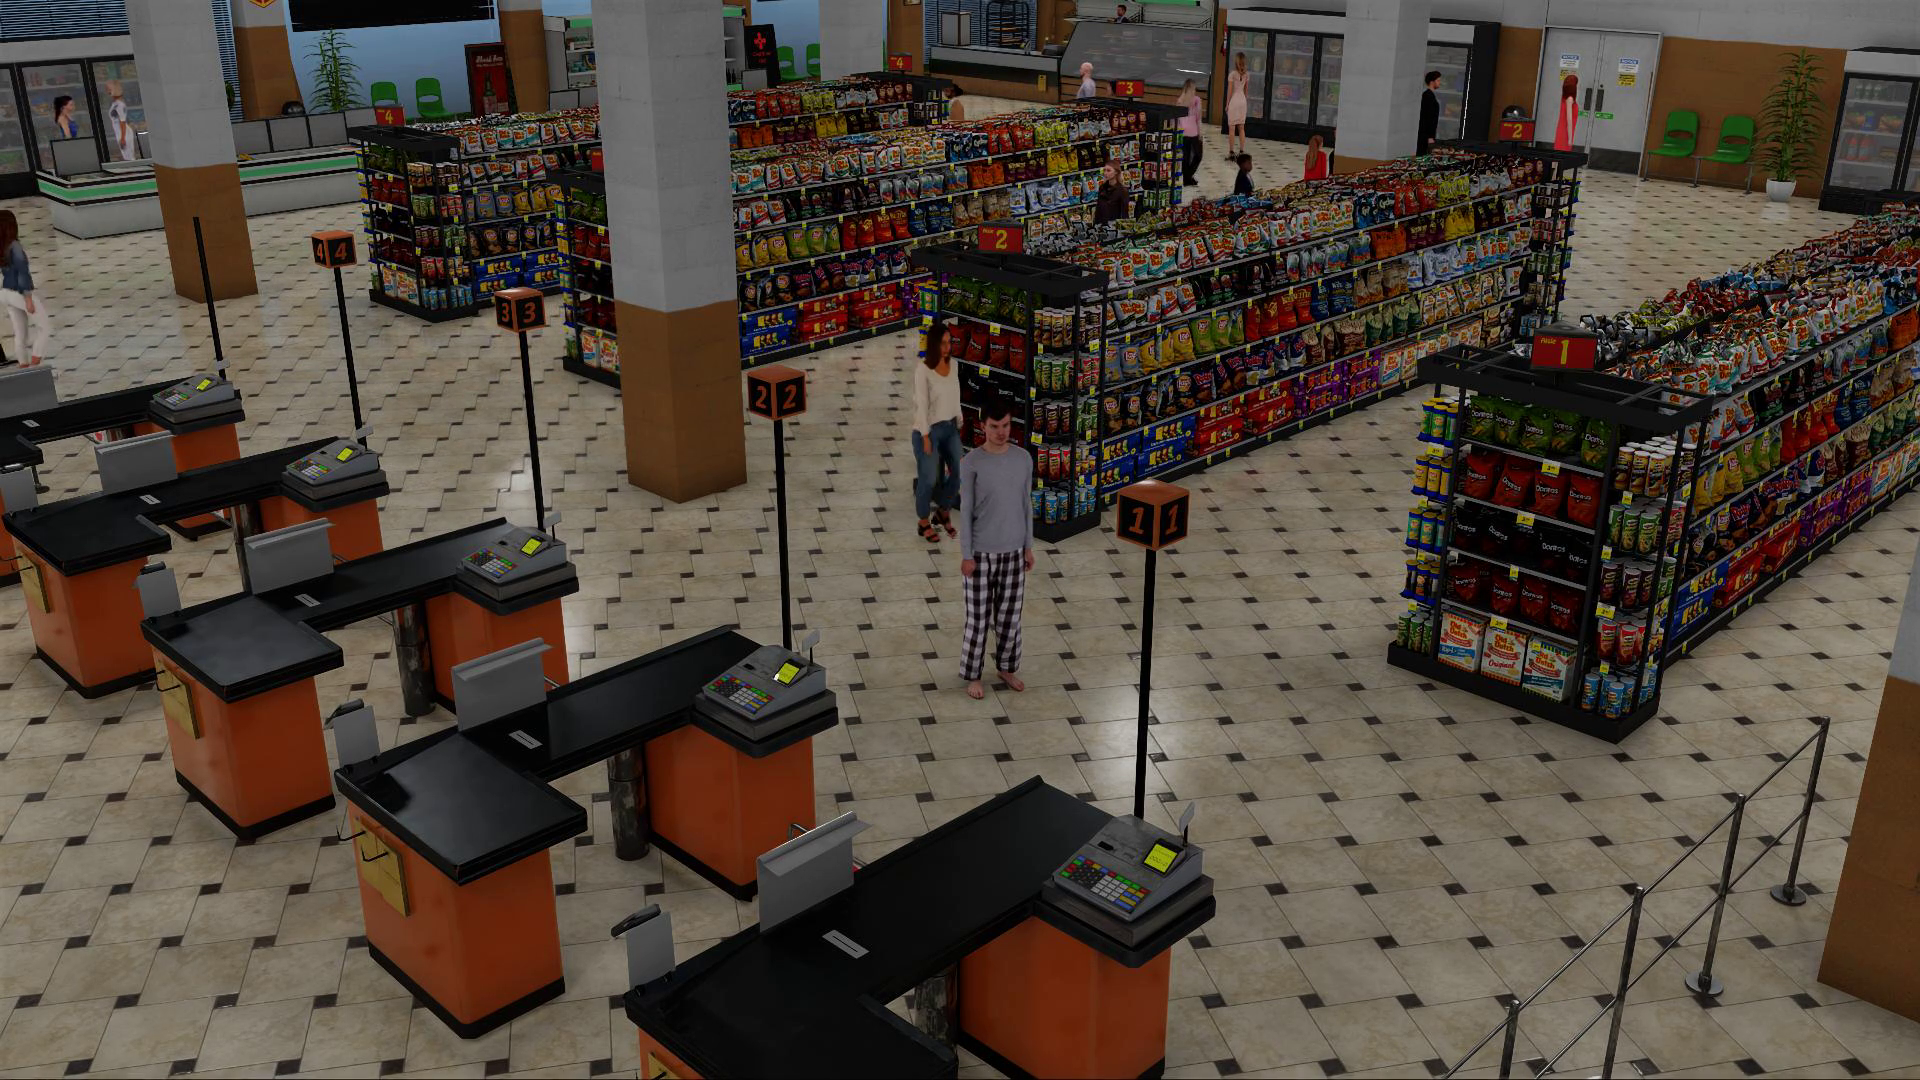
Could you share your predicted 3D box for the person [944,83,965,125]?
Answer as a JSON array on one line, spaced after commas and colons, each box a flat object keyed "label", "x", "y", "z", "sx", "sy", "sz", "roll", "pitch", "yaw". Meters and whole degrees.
[{"label": "person", "x": -0.013, "y": -6.034, "z": 25.269, "sx": 0.848, "sy": 1.741, "sz": 0.814, "roll": -5, "pitch": 22, "yaw": -12}]

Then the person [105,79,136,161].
[{"label": "person", "x": -12.995, "y": -6.275, "z": 25.858, "sx": 0.605, "sy": 1.750, "sz": 0.625, "roll": -11, "pitch": 24, "yaw": -25}]

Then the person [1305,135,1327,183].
[{"label": "person", "x": 4.995, "y": -5.065, "z": 23.476, "sx": 0.490, "sy": 1.280, "sz": 0.483, "roll": 19, "pitch": 28, "yaw": 38}]

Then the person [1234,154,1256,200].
[{"label": "person", "x": 3.669, "y": -4.474, "z": 22.025, "sx": 0.691, "sy": 1.264, "sz": 0.630, "roll": 6, "pitch": 23, "yaw": 15}]

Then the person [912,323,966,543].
[{"label": "person", "x": -0.235, "y": -0.804, "z": 12.349, "sx": 0.549, "sy": 1.669, "sz": 0.698, "roll": -17, "pitch": 27, "yaw": -36}]

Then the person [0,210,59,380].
[{"label": "person", "x": -9.201, "y": -2.320, "z": 16.106, "sx": 0.683, "sy": 1.681, "sz": 0.644, "roll": 15, "pitch": 26, "yaw": 33}]

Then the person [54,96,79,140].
[{"label": "person", "x": -13.475, "y": -5.872, "z": 25.072, "sx": 0.935, "sy": 1.588, "sz": 0.829, "roll": -5, "pitch": 22, "yaw": -13}]

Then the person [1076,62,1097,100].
[{"label": "person", "x": 2.061, "y": -6.886, "z": 27.260, "sx": 0.826, "sy": 1.837, "sz": 0.742, "roll": 2, "pitch": 22, "yaw": 6}]

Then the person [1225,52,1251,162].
[{"label": "person", "x": 4.815, "y": -7.526, "z": 28.863, "sx": 0.562, "sy": 1.830, "sz": 0.695, "roll": -9, "pitch": 23, "yaw": -20}]

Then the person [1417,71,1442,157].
[{"label": "person", "x": 7.175, "y": -6.254, "z": 25.611, "sx": 0.845, "sy": 1.894, "sz": 0.773, "roll": 1, "pitch": 22, "yaw": 3}]

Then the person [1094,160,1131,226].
[{"label": "person", "x": 1.725, "y": -3.478, "z": 18.955, "sx": 0.606, "sy": 1.705, "sz": 0.502, "roll": 19, "pitch": 29, "yaw": 39}]

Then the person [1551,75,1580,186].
[{"label": "person", "x": 9.320, "y": -6.240, "z": 25.665, "sx": 0.717, "sy": 1.828, "sz": 0.637, "roll": 2, "pitch": 22, "yaw": 5}]

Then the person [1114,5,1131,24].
[{"label": "person", "x": 3.718, "y": -11.421, "z": 38.506, "sx": 0.566, "sy": 1.868, "sz": 0.625, "roll": -20, "pitch": 29, "yaw": -40}]

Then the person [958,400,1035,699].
[{"label": "person", "x": 0.208, "y": 0.041, "z": 10.006, "sx": 0.614, "sy": 1.848, "sz": 0.756, "roll": -8, "pitch": 23, "yaw": -19}]

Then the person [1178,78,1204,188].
[{"label": "person", "x": 3.591, "y": -6.439, "z": 26.375, "sx": 0.647, "sy": 1.668, "sz": 0.607, "roll": 19, "pitch": 29, "yaw": 39}]
